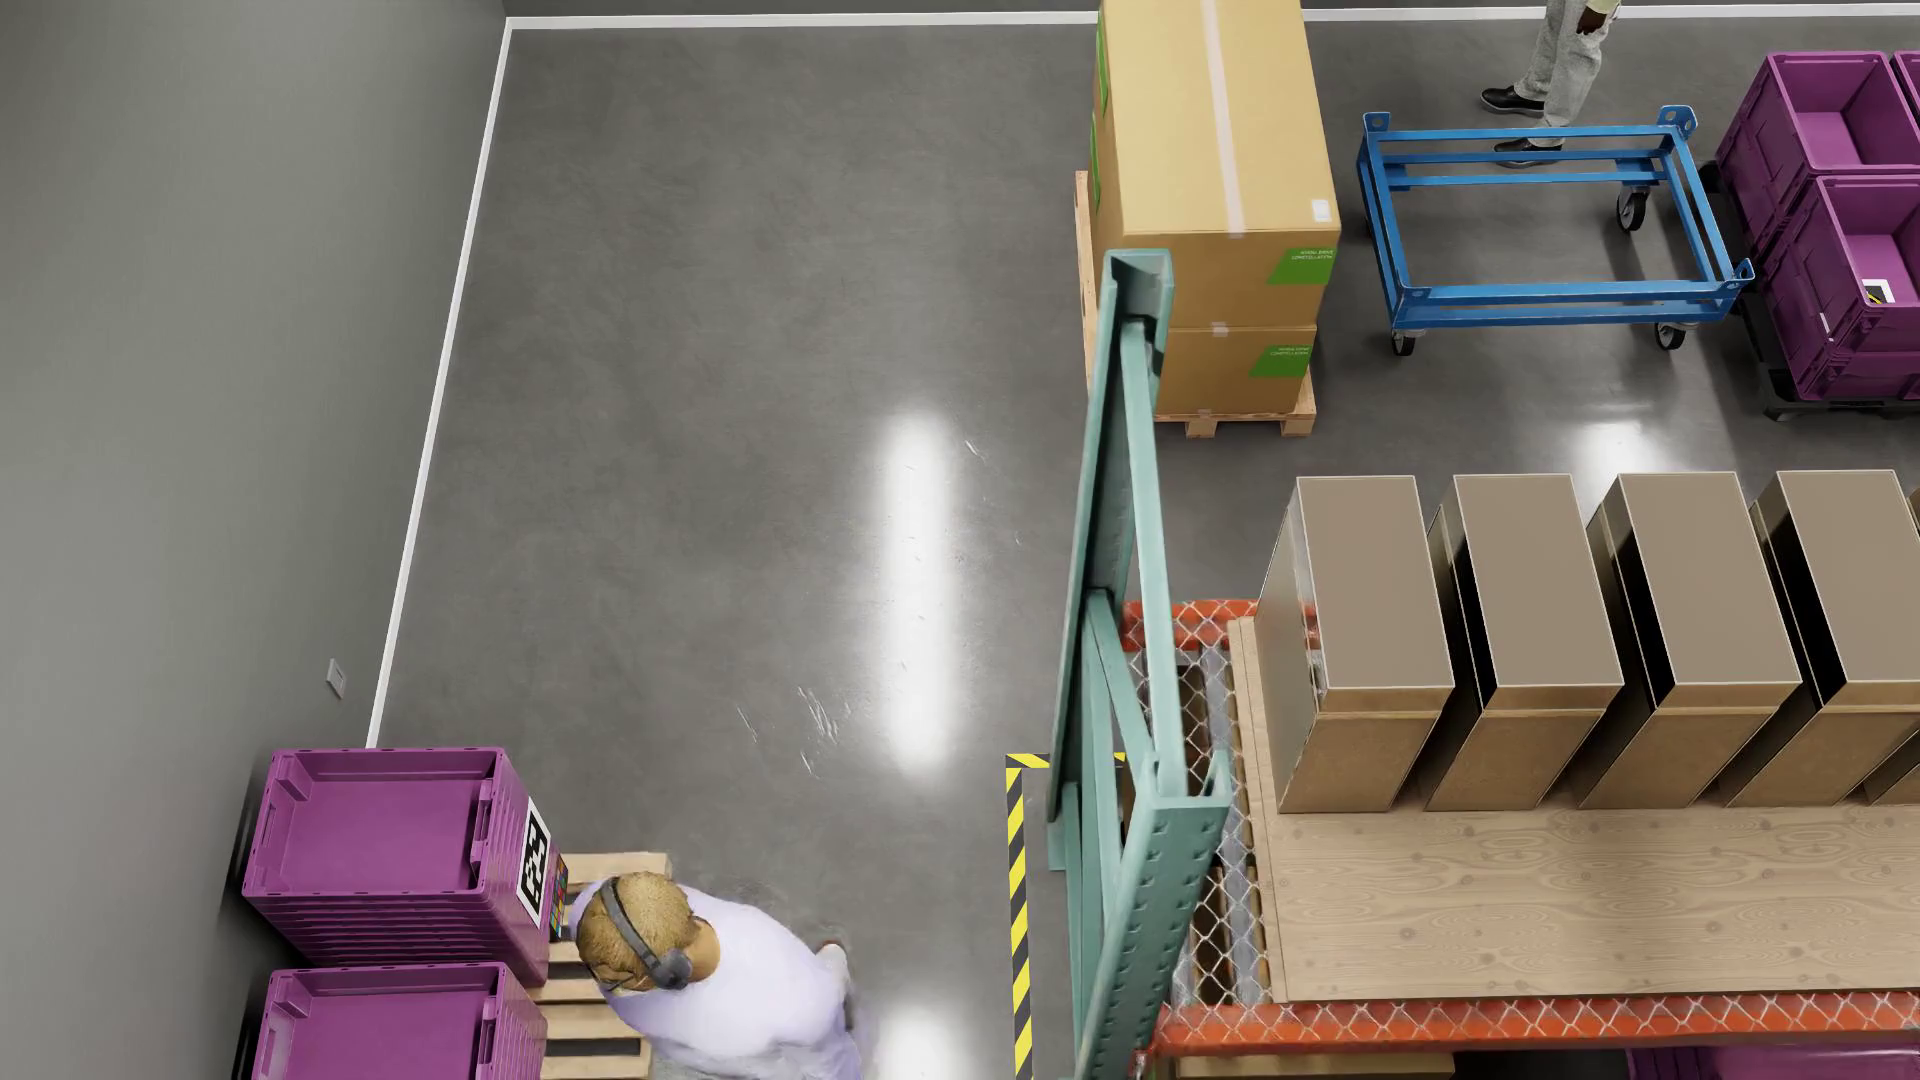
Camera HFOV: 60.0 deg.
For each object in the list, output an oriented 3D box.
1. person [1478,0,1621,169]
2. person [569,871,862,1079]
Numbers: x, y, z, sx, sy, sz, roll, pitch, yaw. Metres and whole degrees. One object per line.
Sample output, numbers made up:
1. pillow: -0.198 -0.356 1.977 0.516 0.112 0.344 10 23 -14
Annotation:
1. person: 2.319 -2.152 6.089 0.403 1.821 0.591 2 58 1
2. person: -0.518 1.135 3.987 0.667 1.878 1.028 14 59 8
